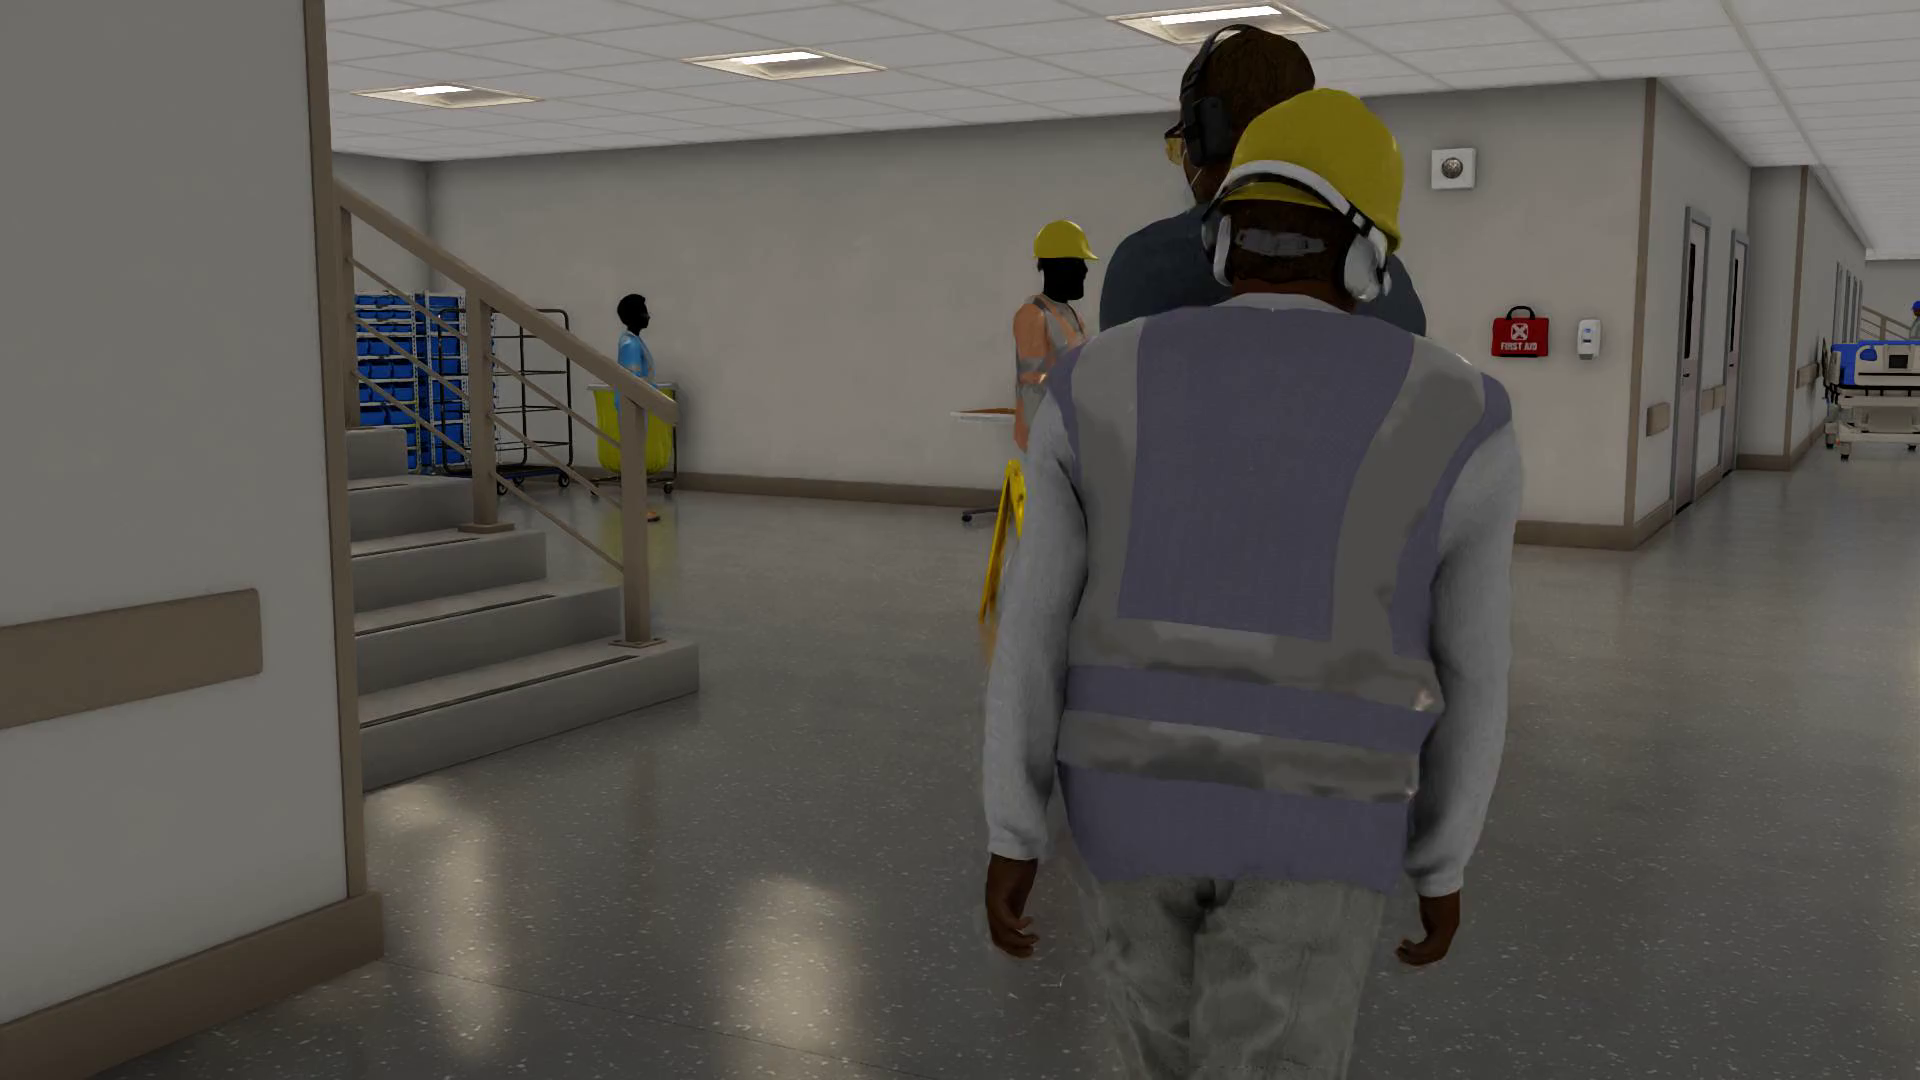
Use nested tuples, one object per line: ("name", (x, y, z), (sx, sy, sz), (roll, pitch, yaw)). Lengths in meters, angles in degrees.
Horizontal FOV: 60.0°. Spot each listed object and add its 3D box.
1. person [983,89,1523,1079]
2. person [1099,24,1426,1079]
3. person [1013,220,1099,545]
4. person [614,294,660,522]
("person", (0.357, 0.334, 2.062), (0.600, 1.755, 0.953), (3, 8, 22))
("person", (0.439, 0.187, 2.575), (0.633, 1.928, 0.390), (-6, 9, -38))
("person", (0.431, -0.446, 7.413), (0.360, 1.929, 0.587), (3, 8, 20))
("person", (-2.425, -0.986, 12.445), (0.318, 1.700, 0.535), (-2, 8, -14))
